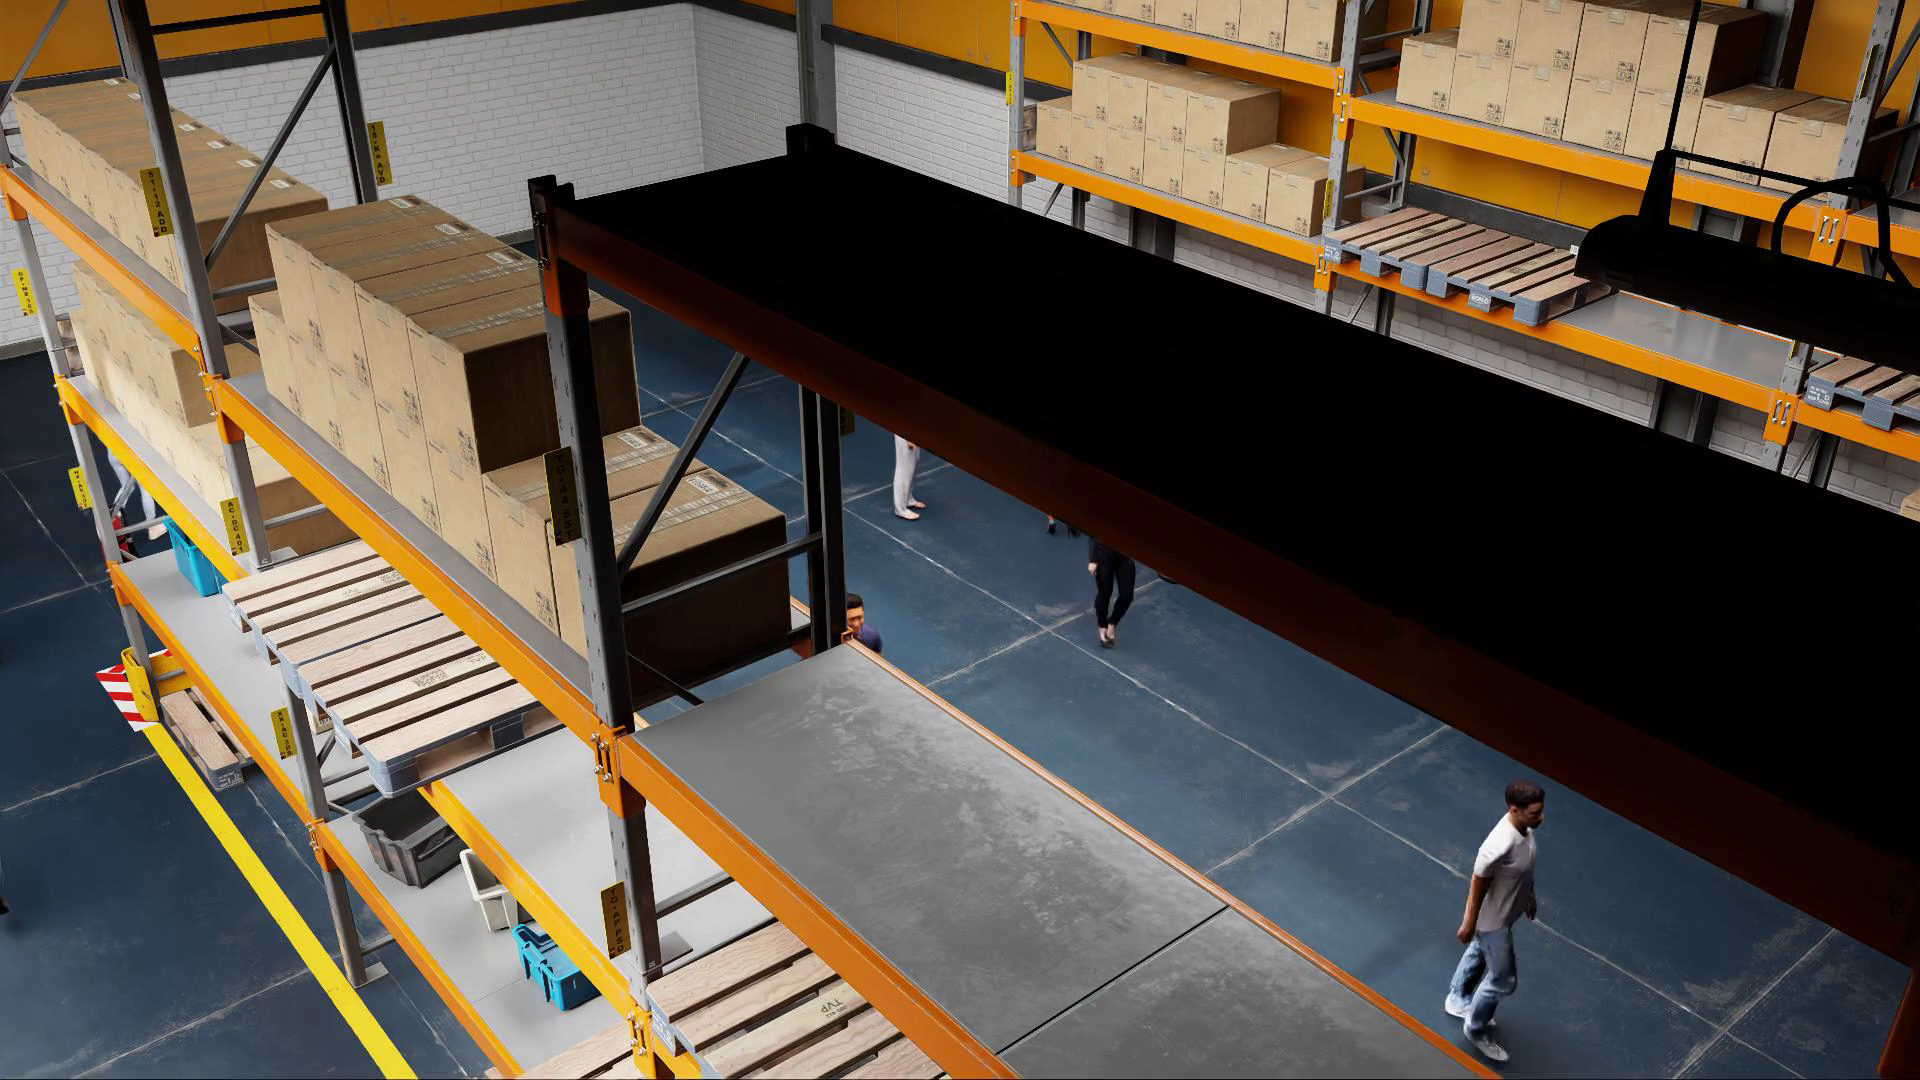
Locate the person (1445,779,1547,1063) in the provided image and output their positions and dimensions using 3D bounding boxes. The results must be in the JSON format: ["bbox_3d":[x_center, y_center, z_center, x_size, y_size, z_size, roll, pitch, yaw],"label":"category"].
[{"bbox_3d":[3.029,2.103,9.649,0.791,1.846,0.755,19,34,31],"label":"person"}]
